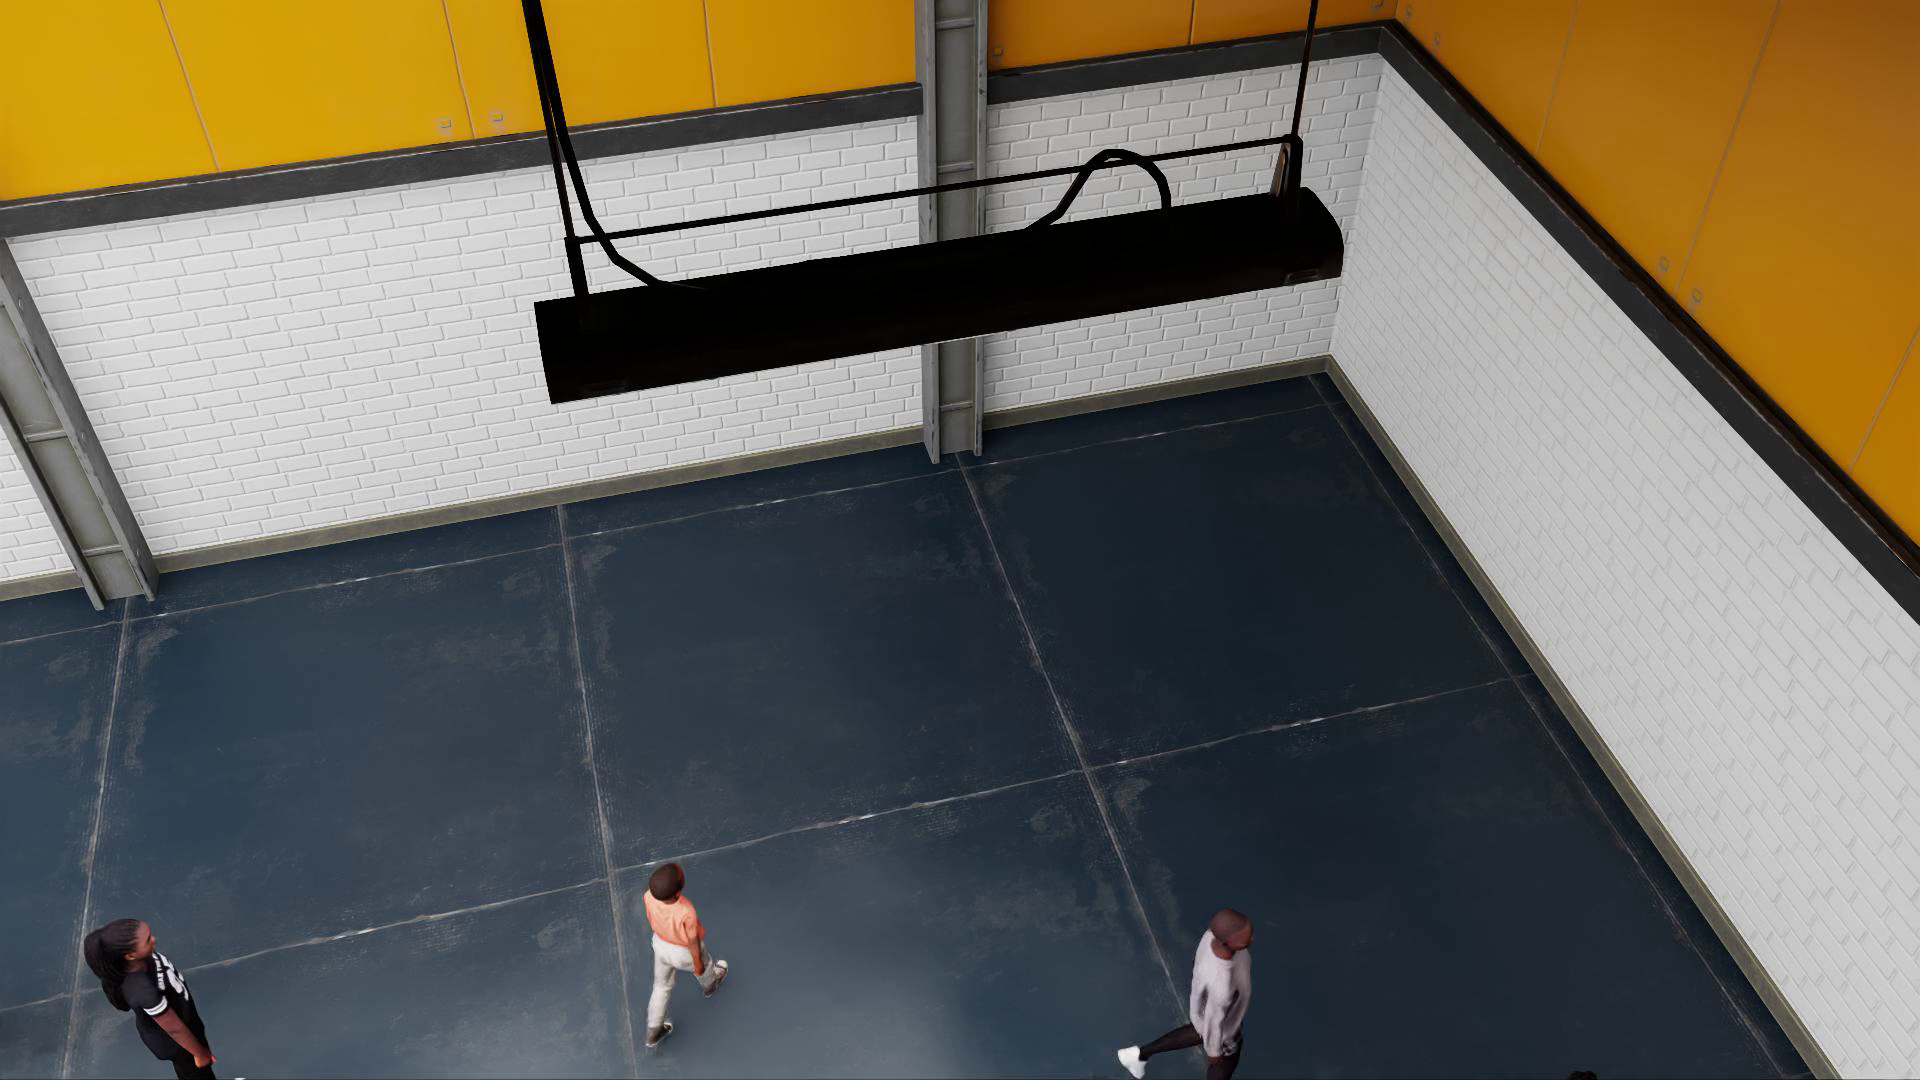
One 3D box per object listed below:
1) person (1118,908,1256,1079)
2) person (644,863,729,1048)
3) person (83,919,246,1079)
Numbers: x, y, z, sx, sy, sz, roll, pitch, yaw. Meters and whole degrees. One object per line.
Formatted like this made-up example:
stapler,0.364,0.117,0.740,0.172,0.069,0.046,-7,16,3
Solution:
person,1.199,2.350,8.323,1.069,1.754,0.861,6,44,6
person,-1.541,2.195,8.816,0.882,1.299,0.916,19,47,19
person,-3.901,2.427,8.251,0.714,1.743,0.702,-31,52,-29
